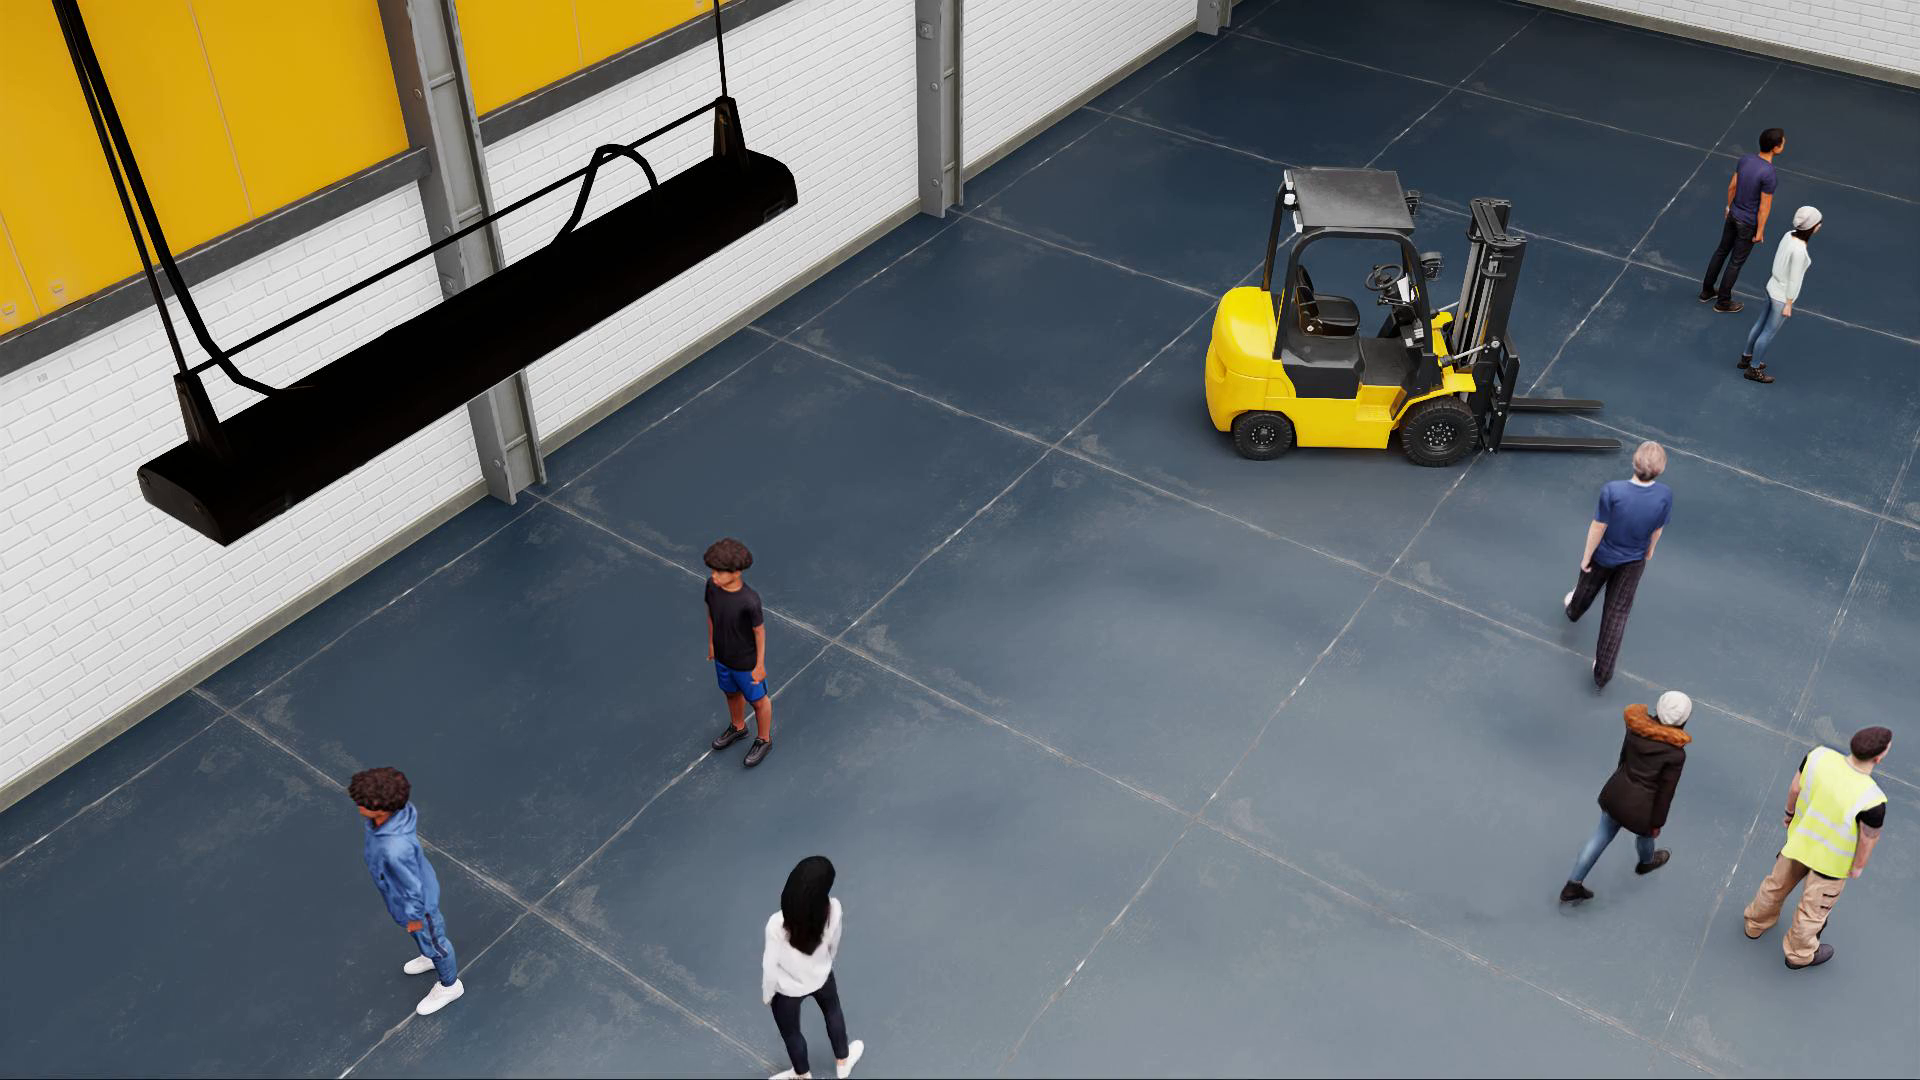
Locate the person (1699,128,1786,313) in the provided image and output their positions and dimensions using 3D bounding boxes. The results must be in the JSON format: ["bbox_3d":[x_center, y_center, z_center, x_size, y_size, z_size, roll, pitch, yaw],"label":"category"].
[{"bbox_3d":[7.254,-2.976,15.402,0.732,1.791,0.716,-12,40,-14],"label":"person"}]

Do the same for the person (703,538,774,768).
[{"bbox_3d":[-1.429,0.715,10.777,0.599,1.796,0.524,24,44,27],"label":"person"}]

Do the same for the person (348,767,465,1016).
[{"bbox_3d":[-3.061,1.919,9.258,0.758,1.811,0.758,-15,41,-18],"label":"person"}]

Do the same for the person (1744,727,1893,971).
[{"bbox_3d":[4.922,1.726,9.470,0.866,1.847,0.827,-19,42,-22],"label":"person"}]

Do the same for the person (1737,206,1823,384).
[{"bbox_3d":[7.165,-2.162,14.501,0.702,1.644,0.578,4,39,5],"label":"person"}]

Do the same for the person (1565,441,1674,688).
[{"bbox_3d":[4.528,0.192,11.417,1.035,1.814,1.309,6,39,7],"label":"person"}]

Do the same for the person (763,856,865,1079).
[{"bbox_3d":[-0.862,2.362,8.813,0.835,1.672,0.625,24,45,27],"label":"person"}]

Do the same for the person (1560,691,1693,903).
[{"bbox_3d":[3.946,1.565,9.877,1.171,1.590,0.939,-18,42,-21],"label":"person"}]
